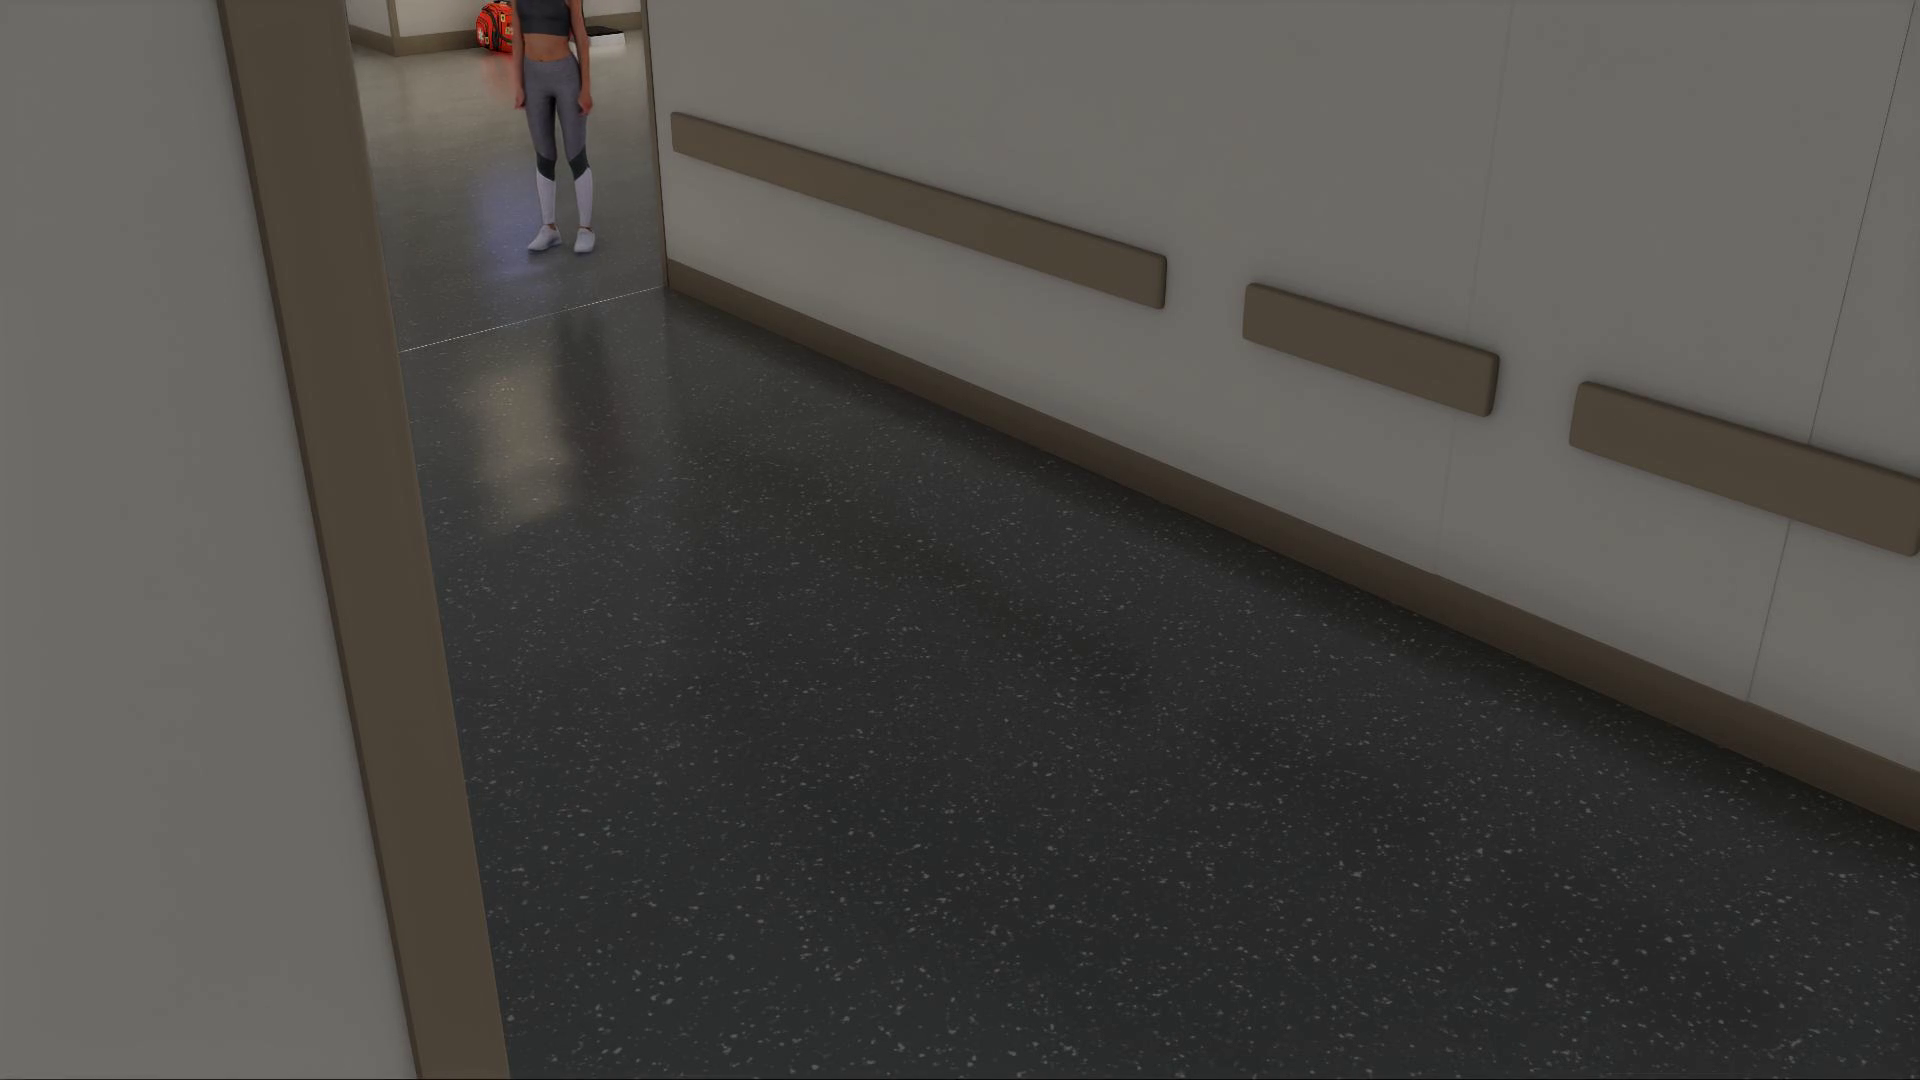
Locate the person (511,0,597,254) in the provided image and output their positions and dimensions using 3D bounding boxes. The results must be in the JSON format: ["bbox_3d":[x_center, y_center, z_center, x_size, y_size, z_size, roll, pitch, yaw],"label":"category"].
[{"bbox_3d":[-2.103,-2.356,8.643,0.643,1.706,0.689,4,26,9],"label":"person"}]
